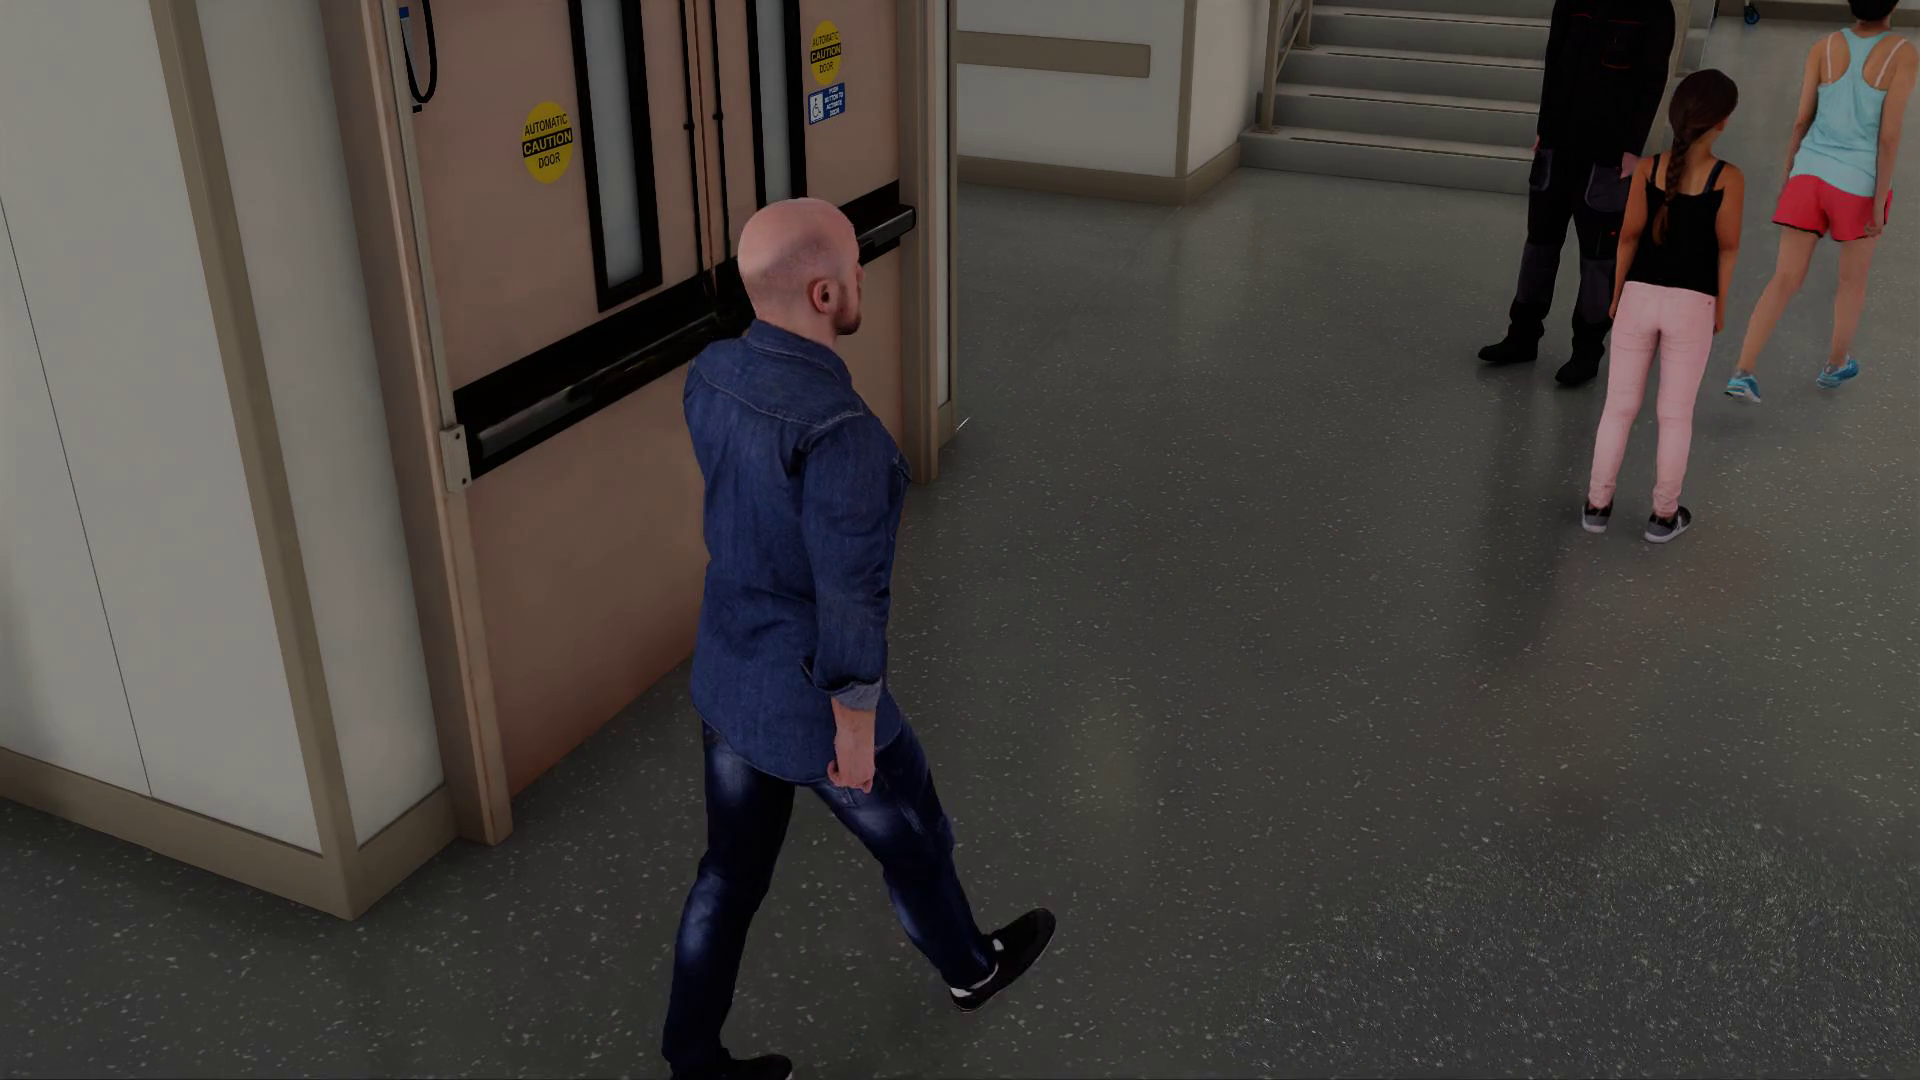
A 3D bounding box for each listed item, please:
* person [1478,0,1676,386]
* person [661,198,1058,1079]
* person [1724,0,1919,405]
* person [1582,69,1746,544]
[{"bbox_3d":[2.569,-1.609,6.837,0.746,1.915,0.771,-20,32,-36],"label":"person"},{"bbox_3d":[-0.346,0.331,2.970,1.266,1.778,1.033,-21,33,-37],"label":"person"},{"bbox_3d":[3.333,-1.311,6.445,1.277,1.718,0.944,-21,33,-37],"label":"person"},{"bbox_3d":[2.319,-0.752,5.463,0.551,1.564,0.534,15,30,29],"label":"person"}]
